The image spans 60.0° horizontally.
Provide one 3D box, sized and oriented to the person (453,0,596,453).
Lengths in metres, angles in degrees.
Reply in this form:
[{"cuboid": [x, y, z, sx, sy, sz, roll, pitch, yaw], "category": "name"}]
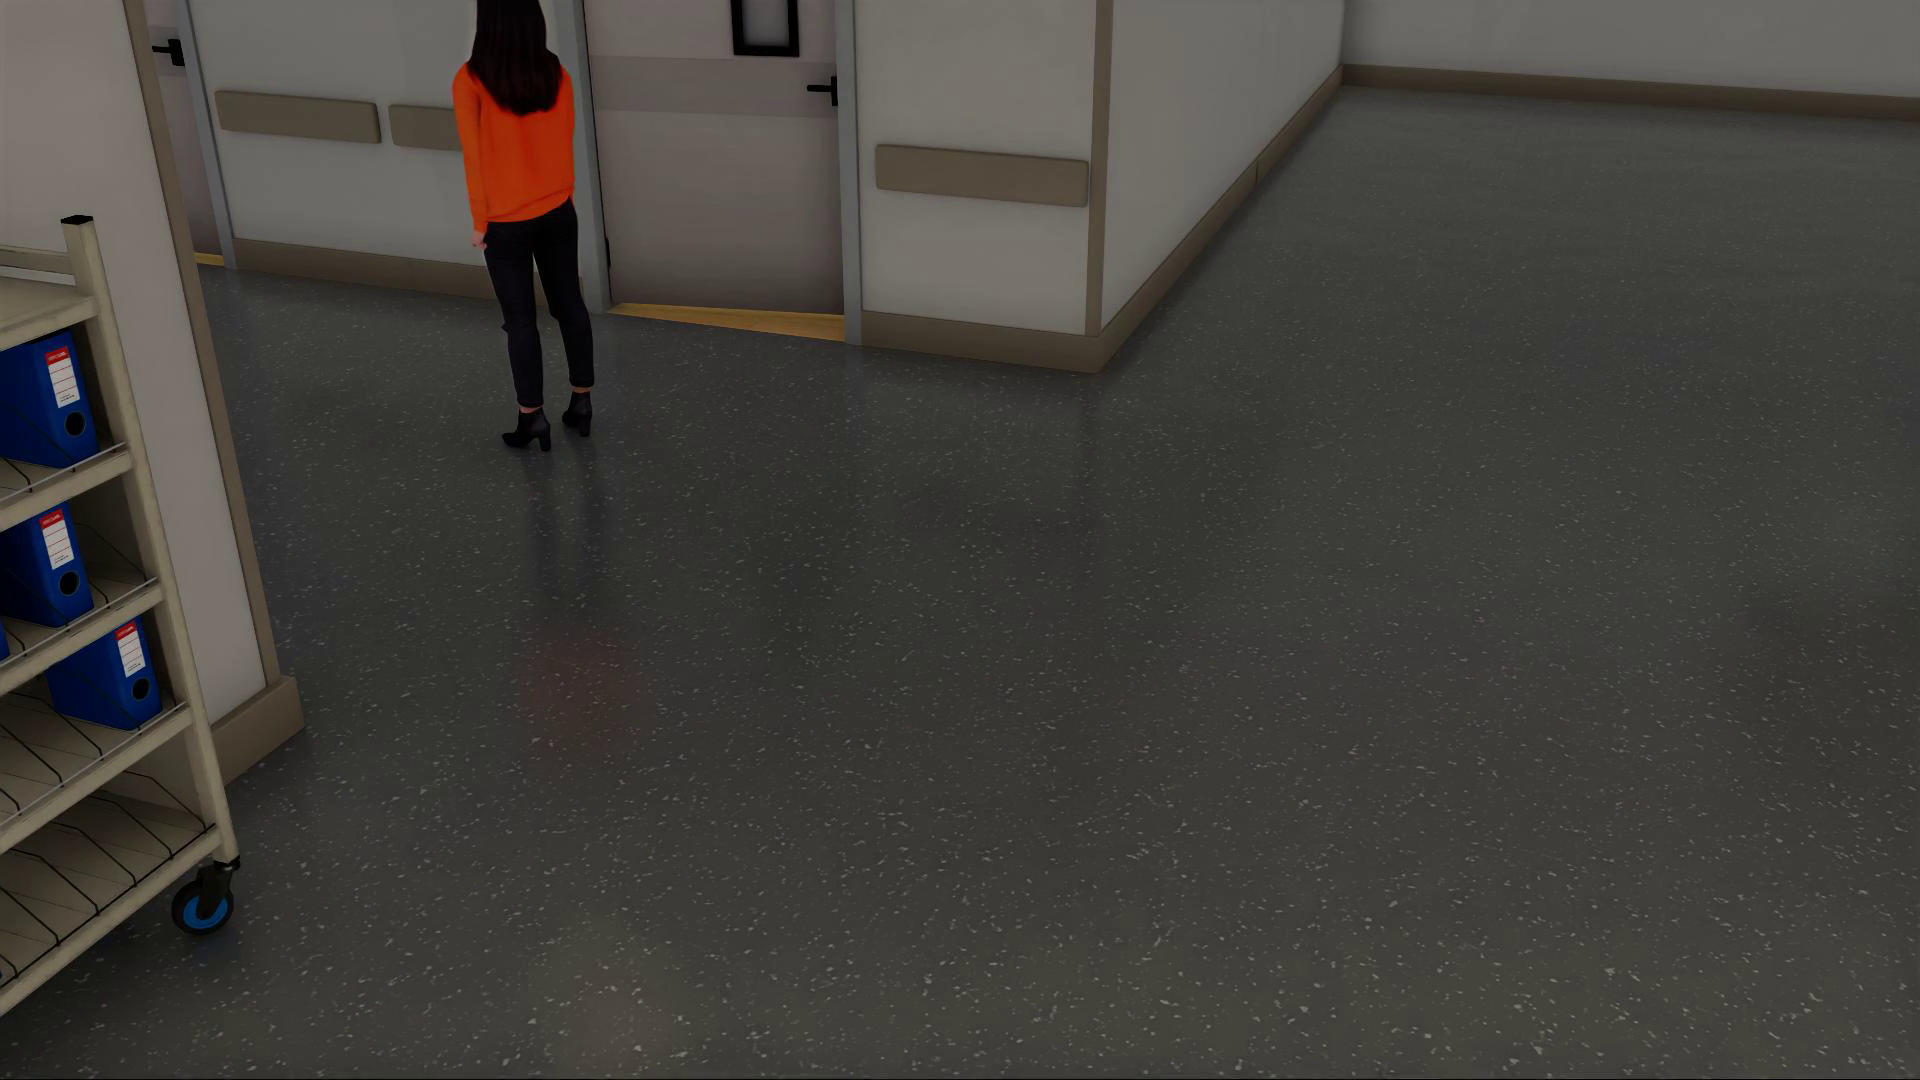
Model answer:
[{"cuboid": [-1.570, -1.181, 6.063, 0.754, 1.749, 0.622, 22, 33, 38], "category": "person"}]
